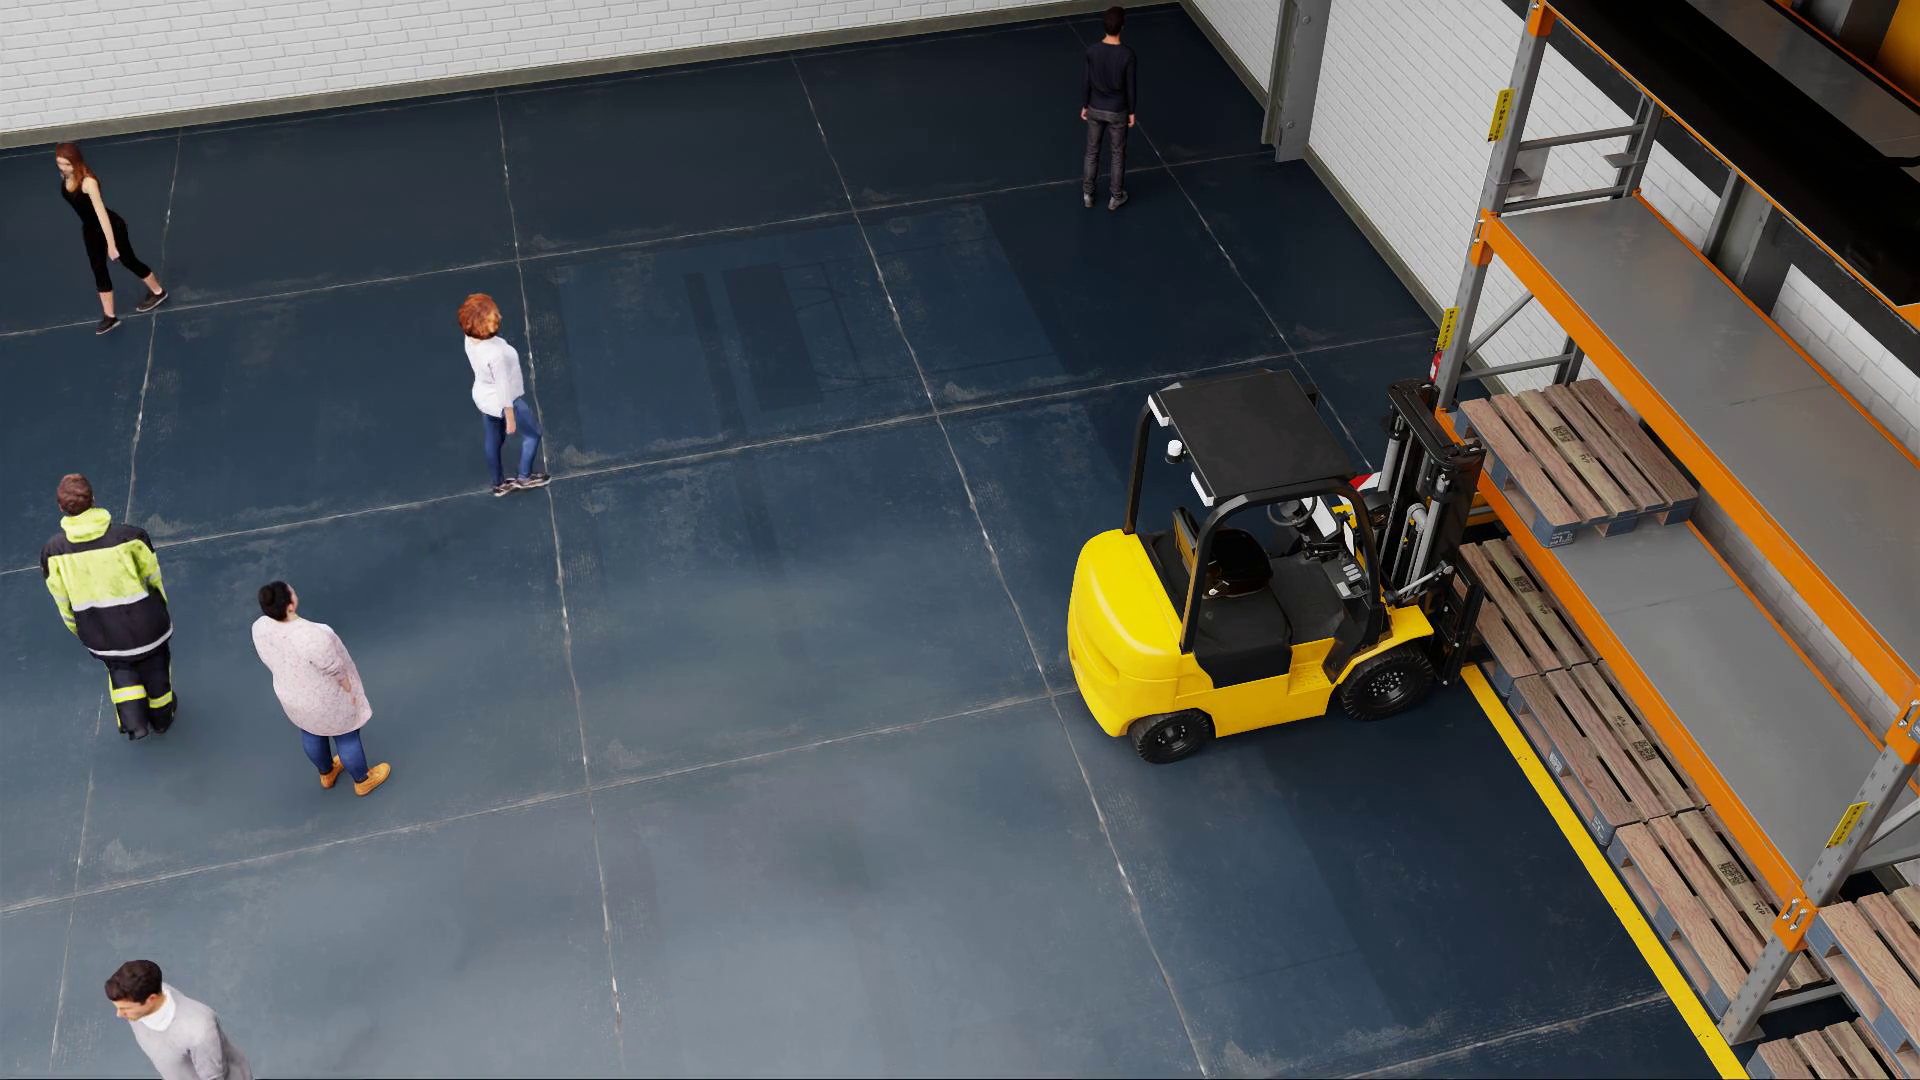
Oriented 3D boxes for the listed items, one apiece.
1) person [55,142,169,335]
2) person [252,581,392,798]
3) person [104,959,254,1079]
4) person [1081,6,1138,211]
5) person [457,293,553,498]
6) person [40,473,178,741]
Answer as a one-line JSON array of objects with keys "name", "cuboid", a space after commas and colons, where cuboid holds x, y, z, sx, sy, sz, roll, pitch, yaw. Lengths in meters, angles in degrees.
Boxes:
[{"name": "person", "cuboid": [-6.824, -2.522, 13.365, 0.970, 1.688, 1.045, 27, 50, 25]}, {"name": "person", "cuboid": [-3.795, 0.868, 9.770, 0.794, 1.738, 0.813, 12, 45, 13]}, {"name": "person", "cuboid": [-3.525, 2.491, 7.953, 1.049, 1.894, 1.150, 15, 46, 15]}, {"name": "person", "cuboid": [1.295, -3.756, 14.529, 0.723, 1.870, 0.725, 11, 45, 12]}, {"name": "person", "cuboid": [-3.340, -0.951, 11.711, 0.845, 1.696, 0.746, -33, 52, -30]}, {"name": "person", "cuboid": [-5.039, 0.496, 10.004, 0.787, 1.954, 0.828, -15, 46, -15]}]
